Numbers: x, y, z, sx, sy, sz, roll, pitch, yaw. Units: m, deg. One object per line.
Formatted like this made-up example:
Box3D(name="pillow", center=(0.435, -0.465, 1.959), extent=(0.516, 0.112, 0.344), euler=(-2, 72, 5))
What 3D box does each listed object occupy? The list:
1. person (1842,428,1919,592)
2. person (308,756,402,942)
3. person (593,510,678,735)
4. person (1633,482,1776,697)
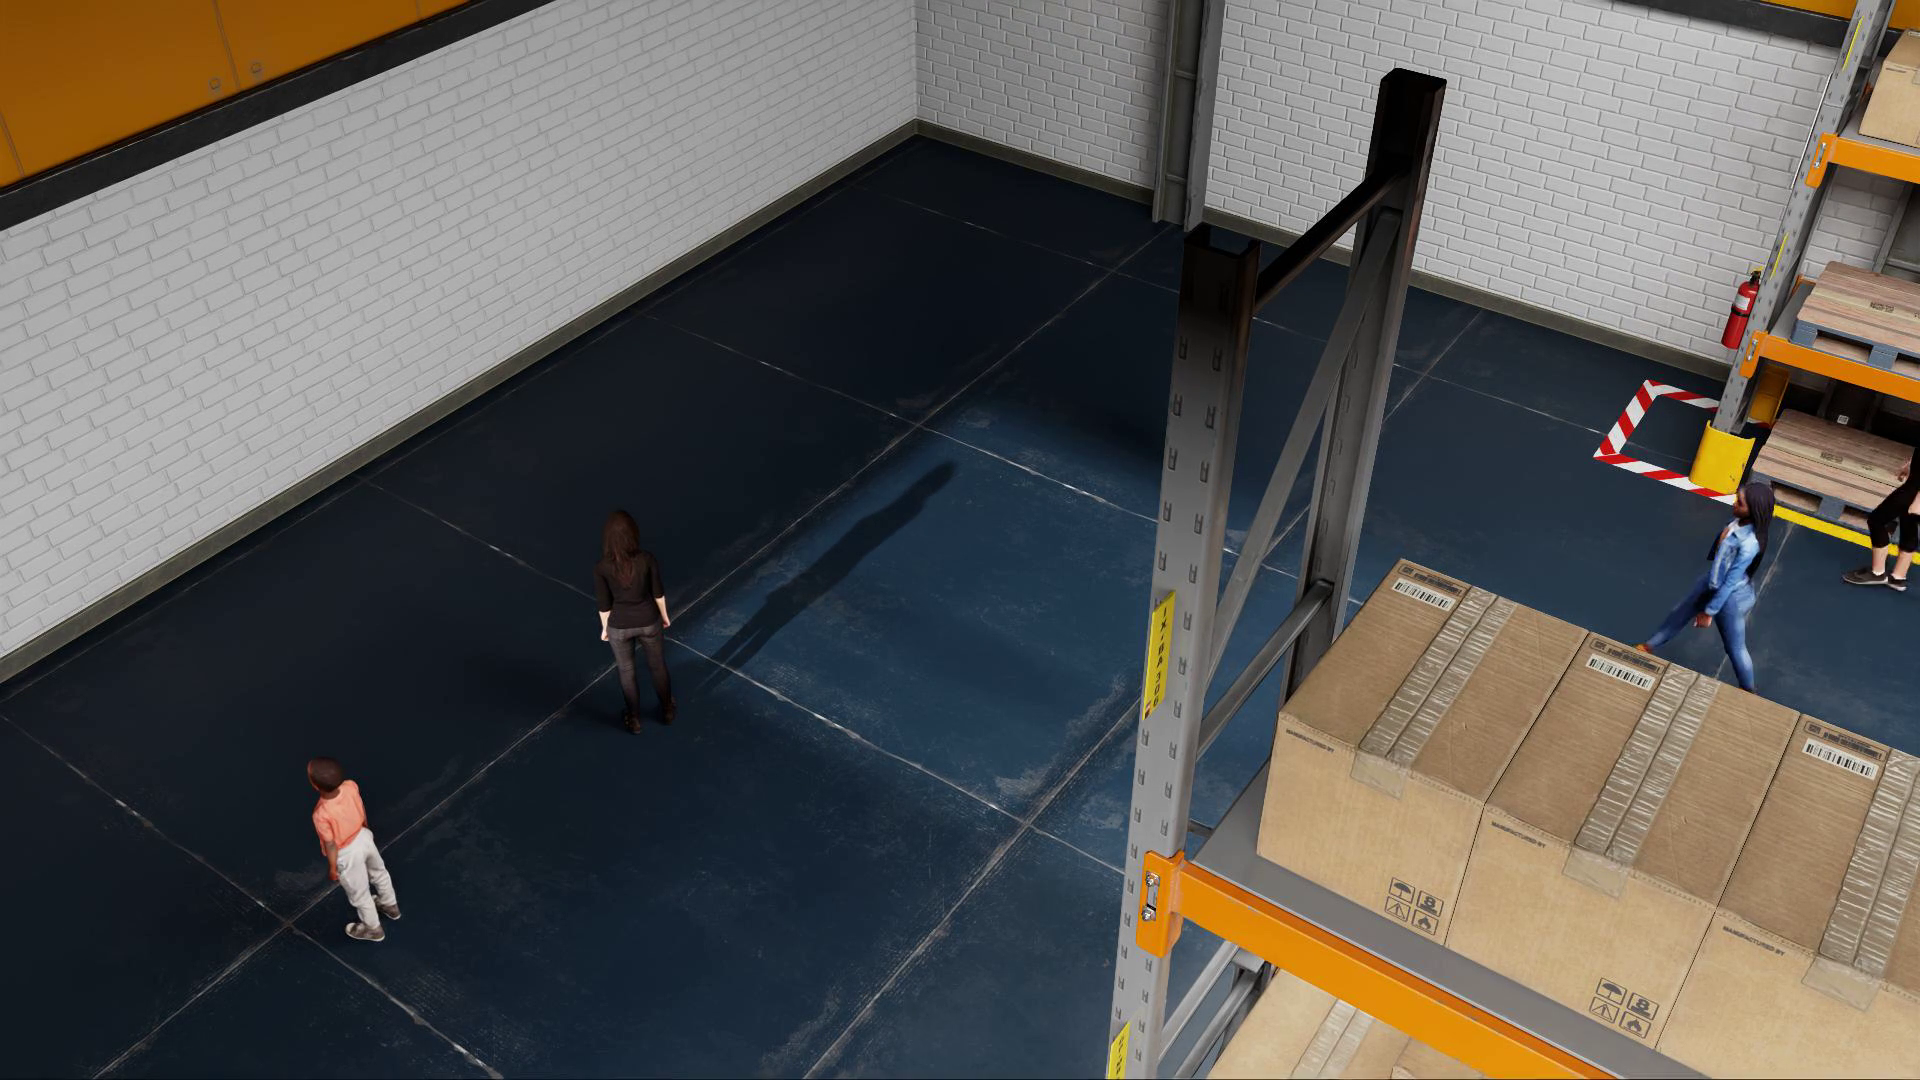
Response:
Box3D(name="person", center=(6.485, -0.329, 11.074), extent=(0.611, 1.713, 0.589), euler=(22, 44, 26))
Box3D(name="person", center=(-3.265, 1.646, 8.924), extent=(0.516, 1.310, 0.519), euler=(15, 41, 18))
Box3D(name="person", center=(-1.972, 0.506, 10.085), extent=(0.647, 1.642, 0.674), euler=(-12, 40, -15))
Box3D(name="person", center=(4.796, 0.395, 10.211), extent=(1.255, 1.659, 0.857), euler=(13, 40, 16))
